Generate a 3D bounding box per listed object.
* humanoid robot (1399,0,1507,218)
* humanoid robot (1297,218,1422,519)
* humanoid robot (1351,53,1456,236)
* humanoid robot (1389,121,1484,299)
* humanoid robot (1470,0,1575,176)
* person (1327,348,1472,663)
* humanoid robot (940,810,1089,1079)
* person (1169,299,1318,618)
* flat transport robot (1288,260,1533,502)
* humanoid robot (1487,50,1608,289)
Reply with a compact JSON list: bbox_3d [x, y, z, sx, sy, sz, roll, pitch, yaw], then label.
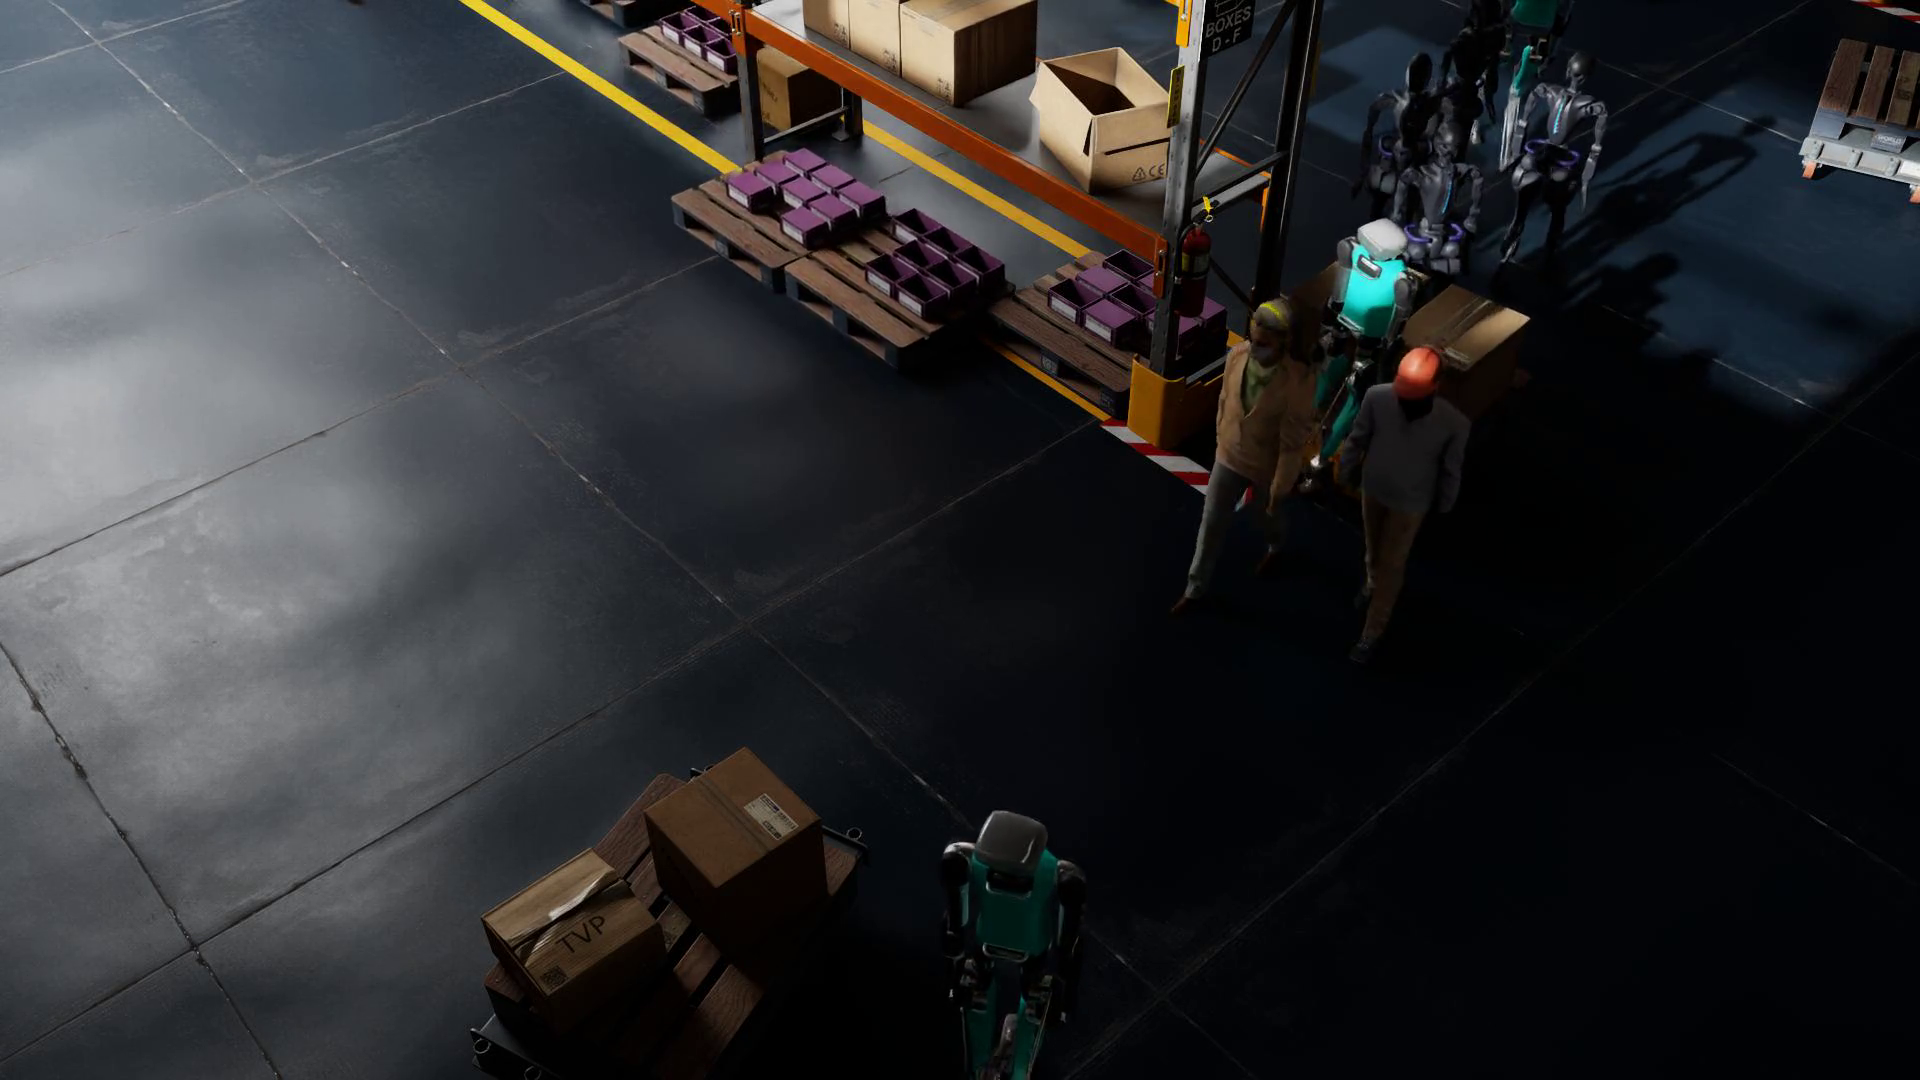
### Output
[{"bbox_3d":[3.349,-2.978,11.290,0.589,1.650,0.466,-24,48,-24],"label":"humanoid robot"},{"bbox_3d":[1.982,-0.841,8.947,0.659,1.825,0.540,-24,48,-24],"label":"humanoid robot"},{"bbox_3d":[2.838,-2.357,10.624,0.612,1.648,0.374,7,43,7],"label":"humanoid robot"},{"bbox_3d":[2.783,-1.715,9.925,0.610,1.649,0.446,-5,43,-5],"label":"humanoid robot"},{"bbox_3d":[3.990,-3.595,11.935,0.558,1.783,0.867,3,43,3],"label":"humanoid robot"},{"bbox_3d":[2.100,-0.197,8.235,0.584,1.716,0.772,30,50,28],"label":"person"},{"bbox_3d":[0.131,1.814,6.069,0.537,1.765,1.035,10,43,10],"label":"humanoid robot"},{"bbox_3d":[1.500,-0.415,8.396,0.562,1.847,0.858,32,51,30],"label":"person"},{"bbox_3d":[2.559,-0.753,9.914,0.659,0.231,1.431,32,52,30],"label":"flat transport robot"},{"bbox_3d":[3.758,-2.375,10.662,0.605,1.646,0.623,28,50,27],"label":"humanoid robot"}]
